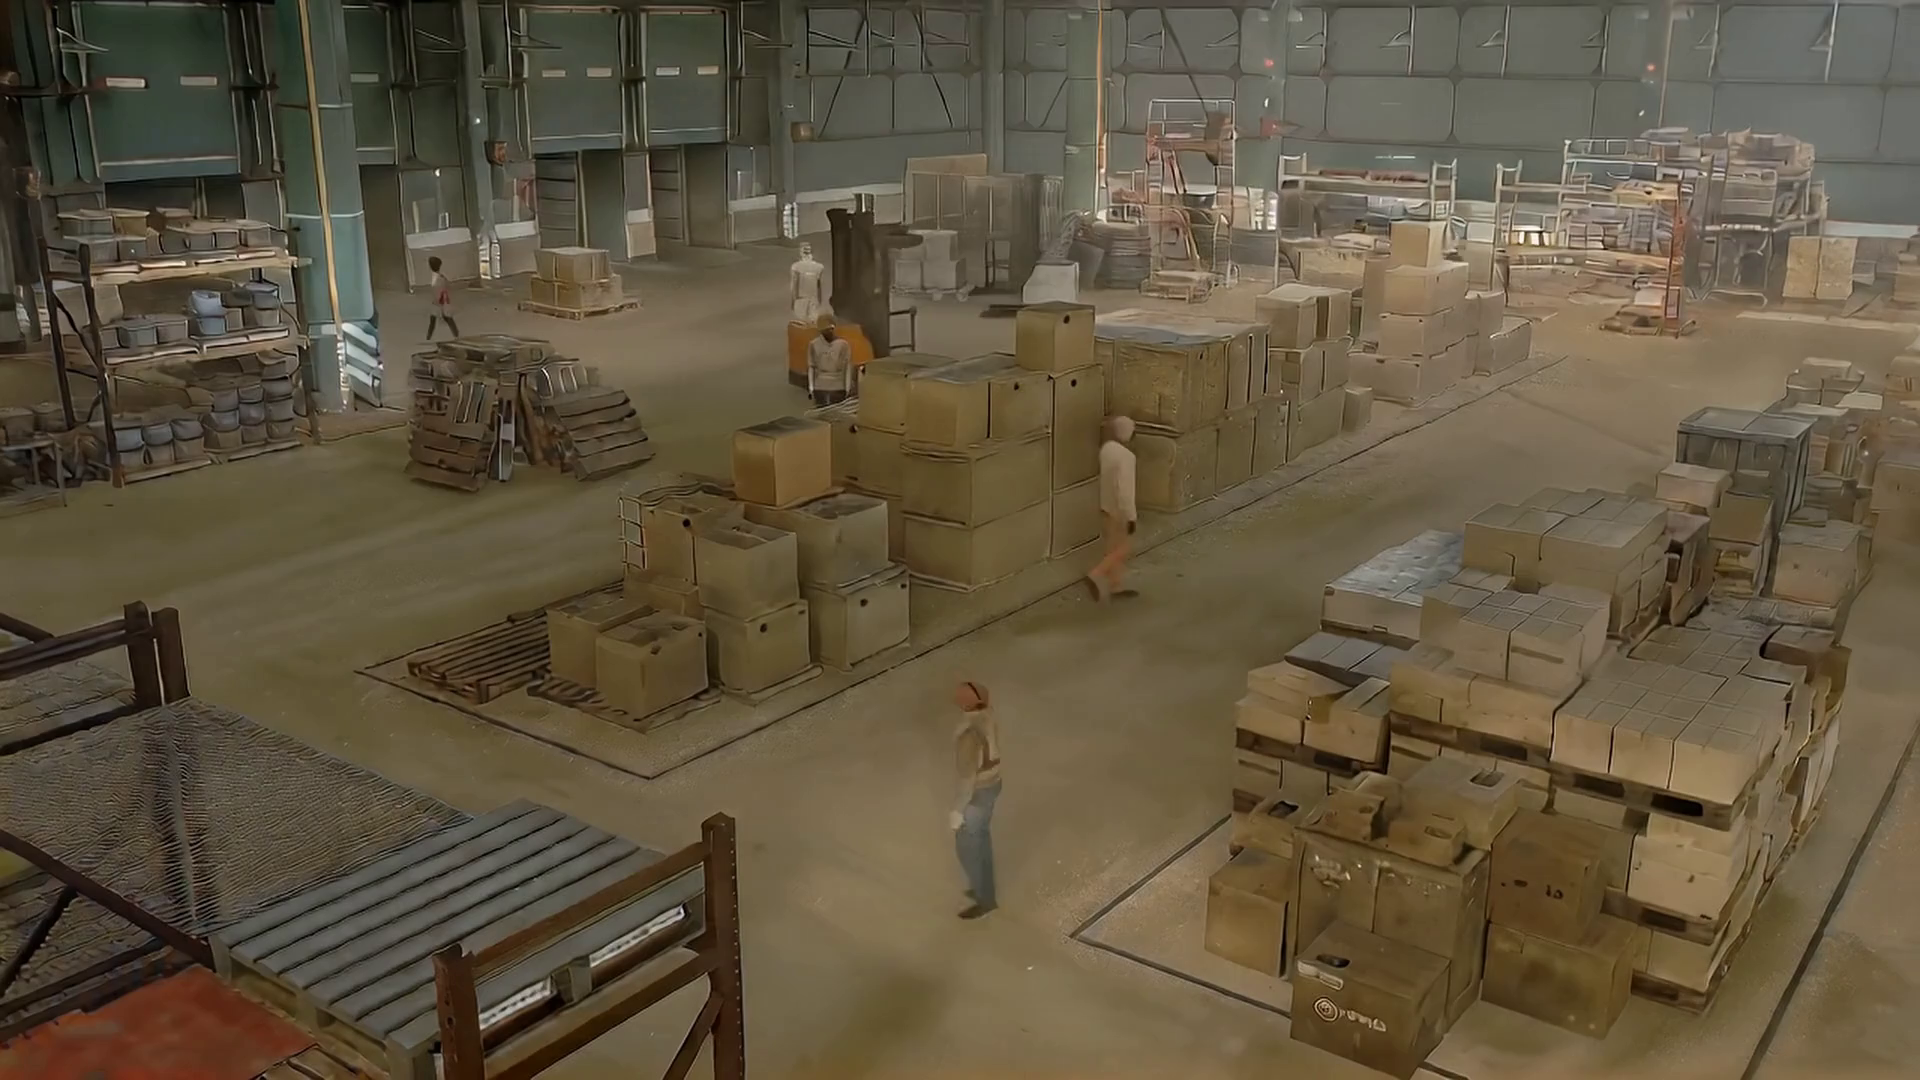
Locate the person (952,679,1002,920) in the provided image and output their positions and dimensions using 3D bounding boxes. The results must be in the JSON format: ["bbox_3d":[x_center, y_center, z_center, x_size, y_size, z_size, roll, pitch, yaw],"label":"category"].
[{"bbox_3d":[0.117,1.623,10.585,0.341,1.621,0.555,4,17,13],"label":"person"}]

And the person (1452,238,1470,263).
[{"bbox_3d":[9.101,-4.645,30.827,0.893,1.908,0.556,5,17,15],"label":"person"}]

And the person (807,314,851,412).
[{"bbox_3d":[-1.746,-2.058,22.212,0.592,1.926,0.366,2,17,7],"label":"person"}]

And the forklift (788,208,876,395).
[{"bbox_3d":[-1.726,-3.850,26.524,1.873,2.768,1.129,-11,20,-32],"label":"forklift"}]

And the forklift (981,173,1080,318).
[{"bbox_3d":[1.437,-5.885,33.261,1.873,2.768,1.129,3,17,10],"label":"forklift"}]

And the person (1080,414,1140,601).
[{"bbox_3d":[1.513,-0.294,16.379,0.605,1.924,0.645,-5,18,-17],"label":"person"}]

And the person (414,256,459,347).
[{"bbox_3d":[-9.480,-4.281,30.031,0.836,1.659,0.538,-12,21,-35],"label":"person"}]

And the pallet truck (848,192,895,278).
[{"bbox_3d":[-1.936,-7.159,38.982,1.885,1.965,0.823,-12,21,-34],"label":"pallet truck"}]

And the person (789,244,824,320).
[{"bbox_3d":[-2.726,-4.282,29.581,0.638,1.926,0.367,-8,19,-25],"label":"person"}]
